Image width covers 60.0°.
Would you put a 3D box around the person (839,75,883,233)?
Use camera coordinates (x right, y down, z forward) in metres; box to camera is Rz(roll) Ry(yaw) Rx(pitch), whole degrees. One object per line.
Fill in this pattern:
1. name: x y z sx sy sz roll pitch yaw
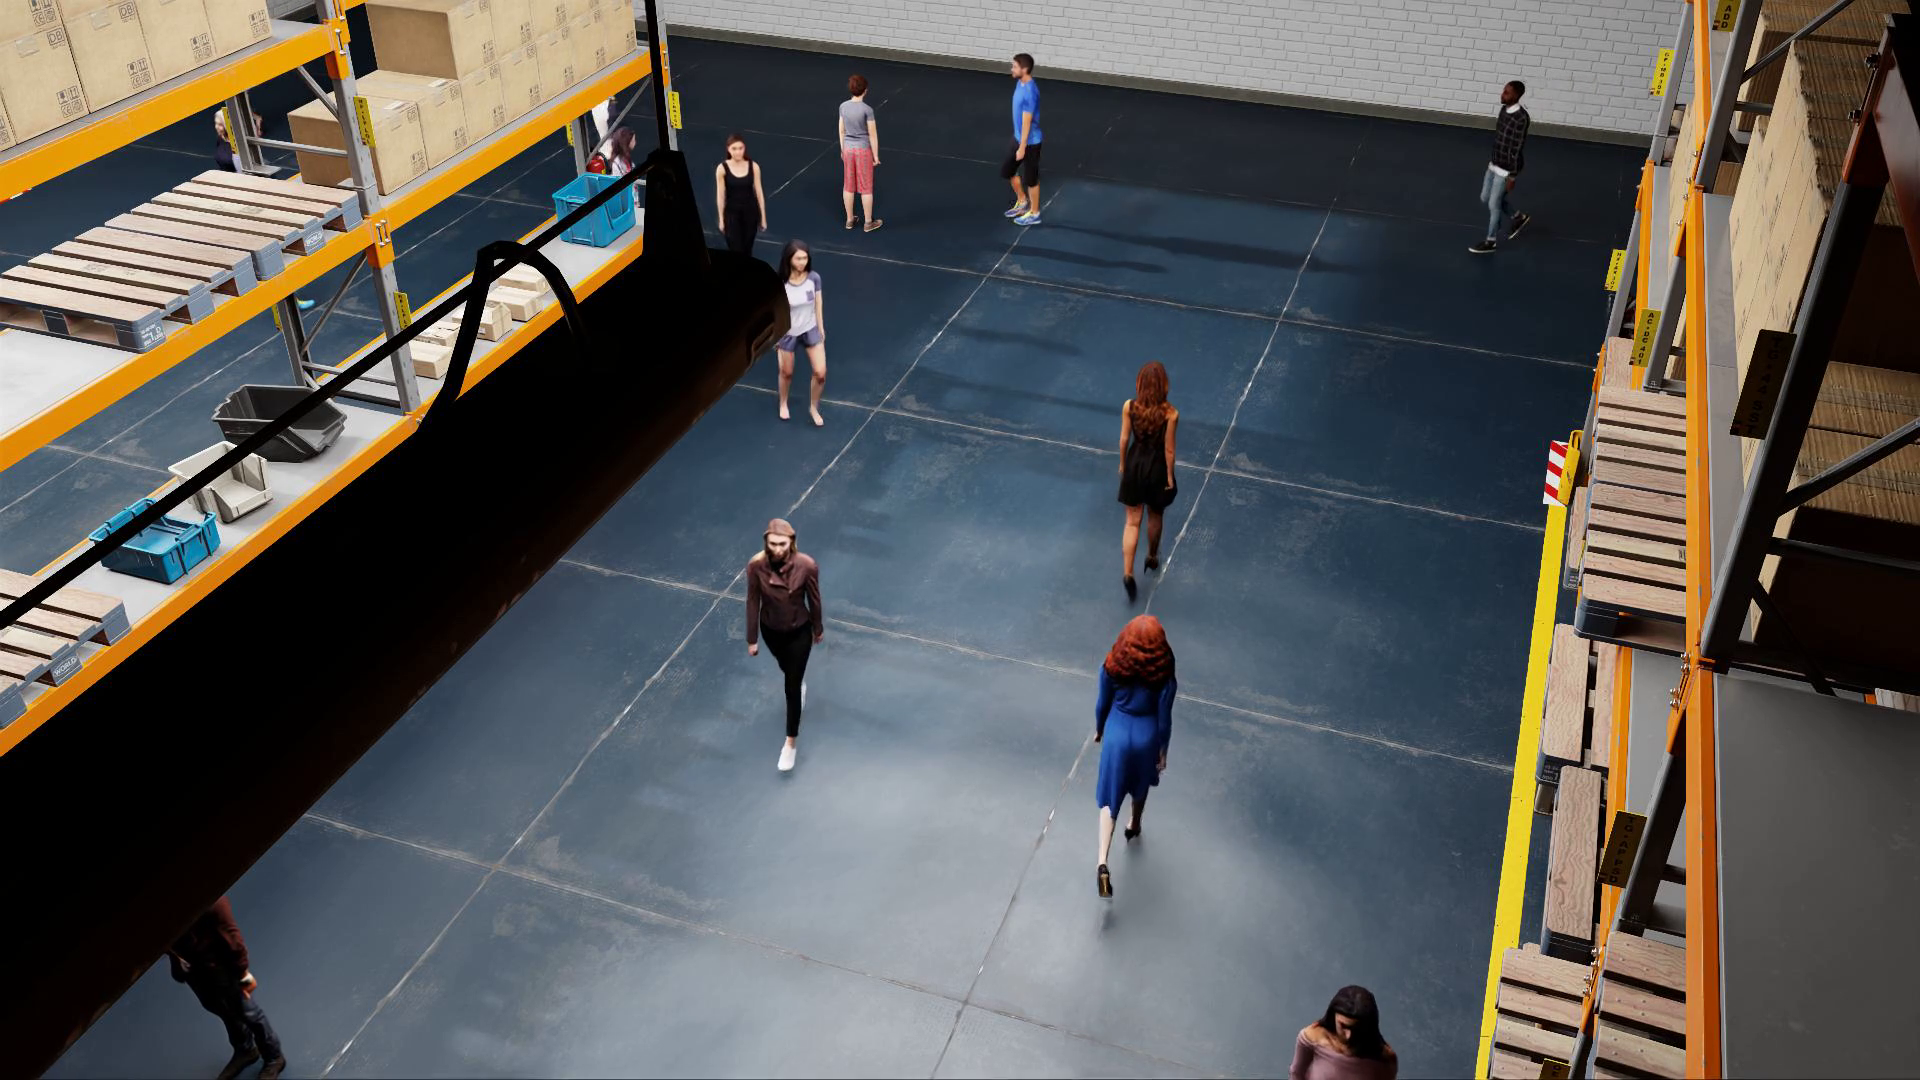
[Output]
1. person: -1.082 -4.093 17.603 0.602 1.650 0.519 13 36 19

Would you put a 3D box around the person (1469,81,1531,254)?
1. person: 5.678 -3.816 17.049 0.983 1.801 0.982 -6 34 -8

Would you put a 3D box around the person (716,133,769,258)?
1. person: -2.147 -3.160 16.176 0.861 1.675 0.939 -11 35 -16

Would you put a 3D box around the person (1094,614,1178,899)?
1. person: 0.939 1.243 9.436 0.659 1.804 1.101 9 35 13

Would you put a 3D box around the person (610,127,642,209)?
1. person: -3.399 -3.265 16.437 0.982 1.561 1.081 -6 34 -9

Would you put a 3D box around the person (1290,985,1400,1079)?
1. person: 1.660 2.575 7.441 0.651 1.794 0.671 11 35 16

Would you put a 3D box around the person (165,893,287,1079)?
1. person: -3.694 2.067 8.227 0.631 1.770 0.517 11 35 17

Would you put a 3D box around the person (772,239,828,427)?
1. person: -1.377 -1.792 14.112 0.829 1.681 0.892 -9 35 -13

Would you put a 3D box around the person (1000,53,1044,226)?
1. person: 0.795 -4.234 17.632 0.808 1.852 0.743 -11 35 -16

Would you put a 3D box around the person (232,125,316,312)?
1. person: -6.635 -3.093 15.884 0.738 1.887 0.687 25 41 32

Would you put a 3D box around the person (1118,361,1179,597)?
1. person: 1.310 -0.420 11.918 0.570 1.826 0.767 12 35 17

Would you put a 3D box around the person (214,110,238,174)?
1. person: -7.126 -3.426 16.512 0.637 1.746 0.618 18 38 25

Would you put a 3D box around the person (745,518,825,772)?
1. person: -1.101 0.545 10.617 0.818 1.658 1.184 3 34 4
